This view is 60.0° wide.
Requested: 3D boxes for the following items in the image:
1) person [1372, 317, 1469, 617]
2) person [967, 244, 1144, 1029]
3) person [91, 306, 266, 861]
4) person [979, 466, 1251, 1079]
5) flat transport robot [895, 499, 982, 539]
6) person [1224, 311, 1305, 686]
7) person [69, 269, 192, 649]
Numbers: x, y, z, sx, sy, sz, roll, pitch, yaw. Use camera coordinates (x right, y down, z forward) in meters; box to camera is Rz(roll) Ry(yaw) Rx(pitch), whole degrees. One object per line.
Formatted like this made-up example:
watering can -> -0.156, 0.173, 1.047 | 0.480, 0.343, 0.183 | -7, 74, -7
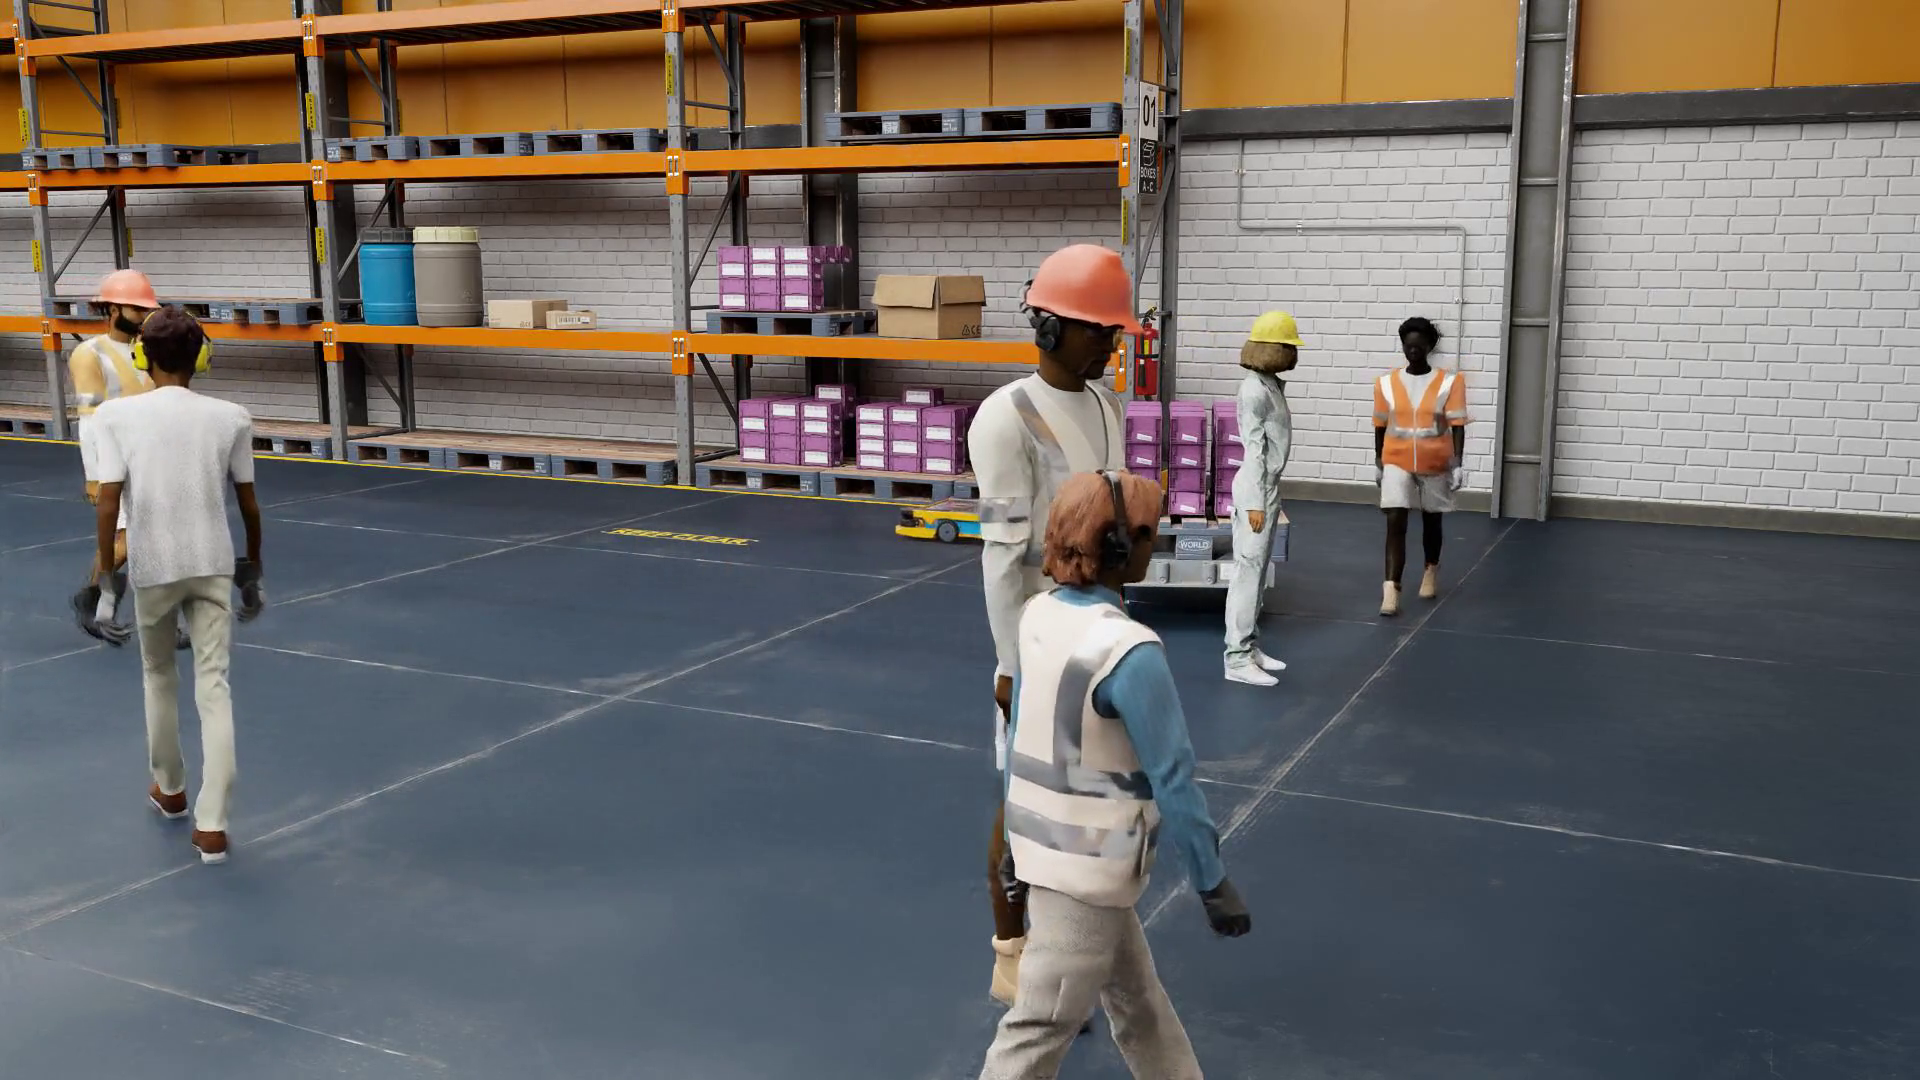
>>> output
person -> 2.588, -0.433, 9.392 | 0.534, 1.653, 0.871 | 4, 11, 21
person -> 0.284, 0.251, 4.391 | 0.382, 2.037, 0.606 | 6, 12, 32
person -> -2.684, 0.125, 5.706 | 0.544, 1.822, 0.890 | -6, 11, -30
person -> 0.334, 0.654, 3.338 | 0.861, 1.595, 0.513 | -3, 10, -15
flat transport robot -> 0.332, -0.128, 11.607 | 1.431, 0.197, 0.652 | 4, 11, 24
person -> 1.435, -0.201, 7.821 | 0.325, 1.740, 0.493 | 3, 10, 18
person -> -4.185, -0.391, 8.369 | 0.554, 1.923, 0.571 | 3, 10, 18
